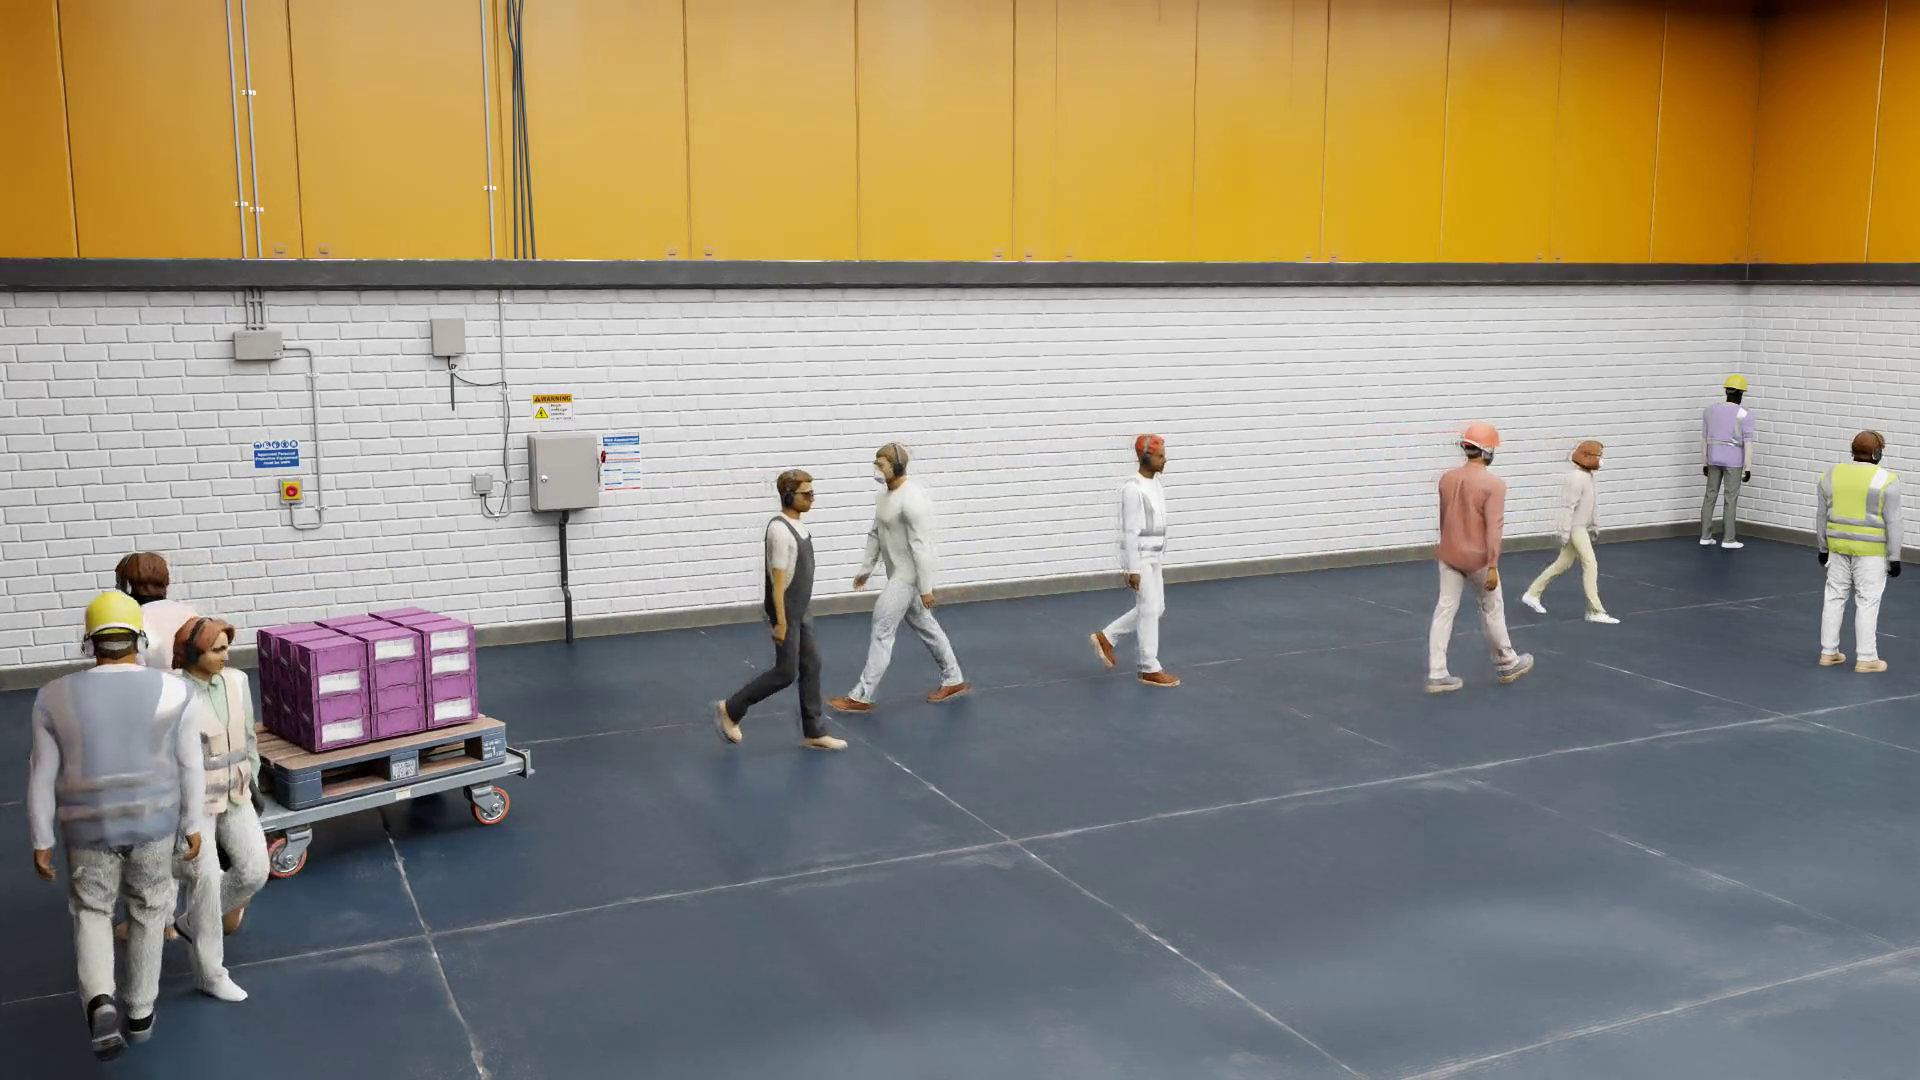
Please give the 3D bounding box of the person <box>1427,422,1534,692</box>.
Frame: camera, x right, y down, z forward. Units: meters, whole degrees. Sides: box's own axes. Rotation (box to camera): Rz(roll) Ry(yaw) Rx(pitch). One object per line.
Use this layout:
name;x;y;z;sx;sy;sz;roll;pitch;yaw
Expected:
person;3.793;0.116;12.115;0.981;1.946;0.652;-6;11;-32

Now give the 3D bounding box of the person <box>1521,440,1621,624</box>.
person;5.365;-0.097;14.575;0.850;1.593;0.510;6;11;33

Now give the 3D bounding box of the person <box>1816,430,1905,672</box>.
person;6.859;0.083;12.675;0.429;1.840;0.646;-6;11;-32

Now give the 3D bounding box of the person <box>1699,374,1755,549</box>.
person;8.448;-0.863;18.306;0.388;1.918;0.582;-7;12;-38

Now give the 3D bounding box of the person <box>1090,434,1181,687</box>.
person;1.304;0.140;12.242;0.662;1.865;0.584;5;10;27

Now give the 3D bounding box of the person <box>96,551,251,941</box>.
person;-3.506;0.953;7.436;0.666;1.806;0.642;2;9;11

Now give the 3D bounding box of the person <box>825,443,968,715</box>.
person;-0.395;0.261;11.482;1.061;1.886;0.633;-3;10;-16

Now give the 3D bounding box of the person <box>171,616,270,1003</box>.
person;-3.155;1.112;6.938;0.424;1.624;0.543;4;10;21

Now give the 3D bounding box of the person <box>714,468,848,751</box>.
person;-1.134;0.451;10.468;0.768;1.825;0.513;1;9;9

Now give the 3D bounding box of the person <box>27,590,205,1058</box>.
person;-3.233;1.110;6.415;0.619;1.804;0.617;-5;10;-26
